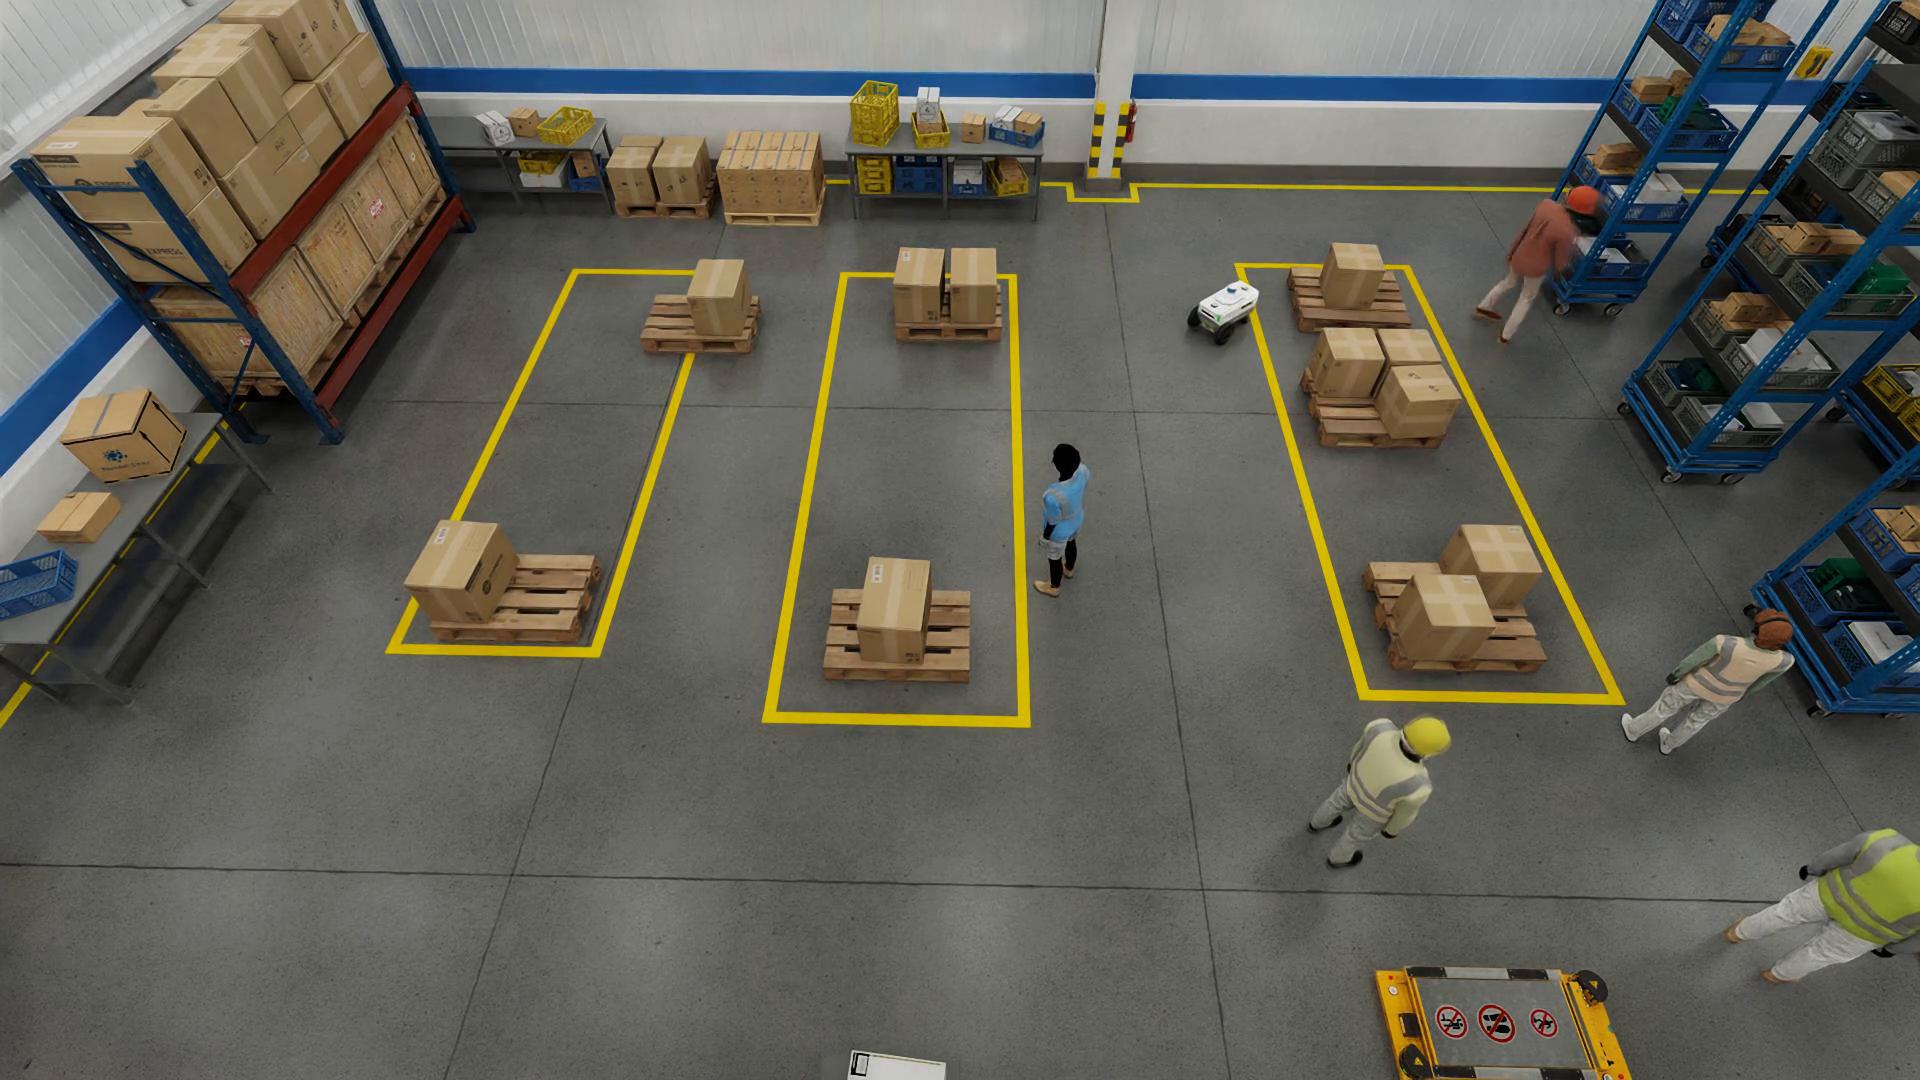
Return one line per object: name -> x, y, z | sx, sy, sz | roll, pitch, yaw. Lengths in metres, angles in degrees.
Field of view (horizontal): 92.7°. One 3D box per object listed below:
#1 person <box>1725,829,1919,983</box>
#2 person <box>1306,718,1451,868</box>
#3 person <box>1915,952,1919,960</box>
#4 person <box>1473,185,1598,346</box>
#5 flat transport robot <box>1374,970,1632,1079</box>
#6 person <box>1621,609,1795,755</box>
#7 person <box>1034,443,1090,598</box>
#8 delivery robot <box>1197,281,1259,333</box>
person -> 5.507, 2.253, 5.629 | 0.430, 1.840, 0.620 | -15, 52, -12
person -> 2.780, 1.681, 6.105 | 0.403, 1.826, 0.596 | -10, 52, -8
person -> 6.767, 2.202, 5.616 | 0.669, 1.928, 0.396 | -15, 52, -12
person -> 6.146, -2.994, 9.853 | 0.426, 1.934, 0.730 | -13, 52, -10
flat transport robot -> 3.501, 3.133, 5.914 | 1.431, 0.197, 0.652 | 1, 51, 1
person -> 5.491, 1.071, 6.724 | 0.514, 1.634, 0.313 | 19, 53, 15
person -> 0.846, -0.151, 7.676 | 0.319, 1.694, 0.538 | 31, 57, 23
delivery robot -> 3.046, -2.678, 10.411 | 0.707, 0.478, 0.477 | -31, 57, -23
